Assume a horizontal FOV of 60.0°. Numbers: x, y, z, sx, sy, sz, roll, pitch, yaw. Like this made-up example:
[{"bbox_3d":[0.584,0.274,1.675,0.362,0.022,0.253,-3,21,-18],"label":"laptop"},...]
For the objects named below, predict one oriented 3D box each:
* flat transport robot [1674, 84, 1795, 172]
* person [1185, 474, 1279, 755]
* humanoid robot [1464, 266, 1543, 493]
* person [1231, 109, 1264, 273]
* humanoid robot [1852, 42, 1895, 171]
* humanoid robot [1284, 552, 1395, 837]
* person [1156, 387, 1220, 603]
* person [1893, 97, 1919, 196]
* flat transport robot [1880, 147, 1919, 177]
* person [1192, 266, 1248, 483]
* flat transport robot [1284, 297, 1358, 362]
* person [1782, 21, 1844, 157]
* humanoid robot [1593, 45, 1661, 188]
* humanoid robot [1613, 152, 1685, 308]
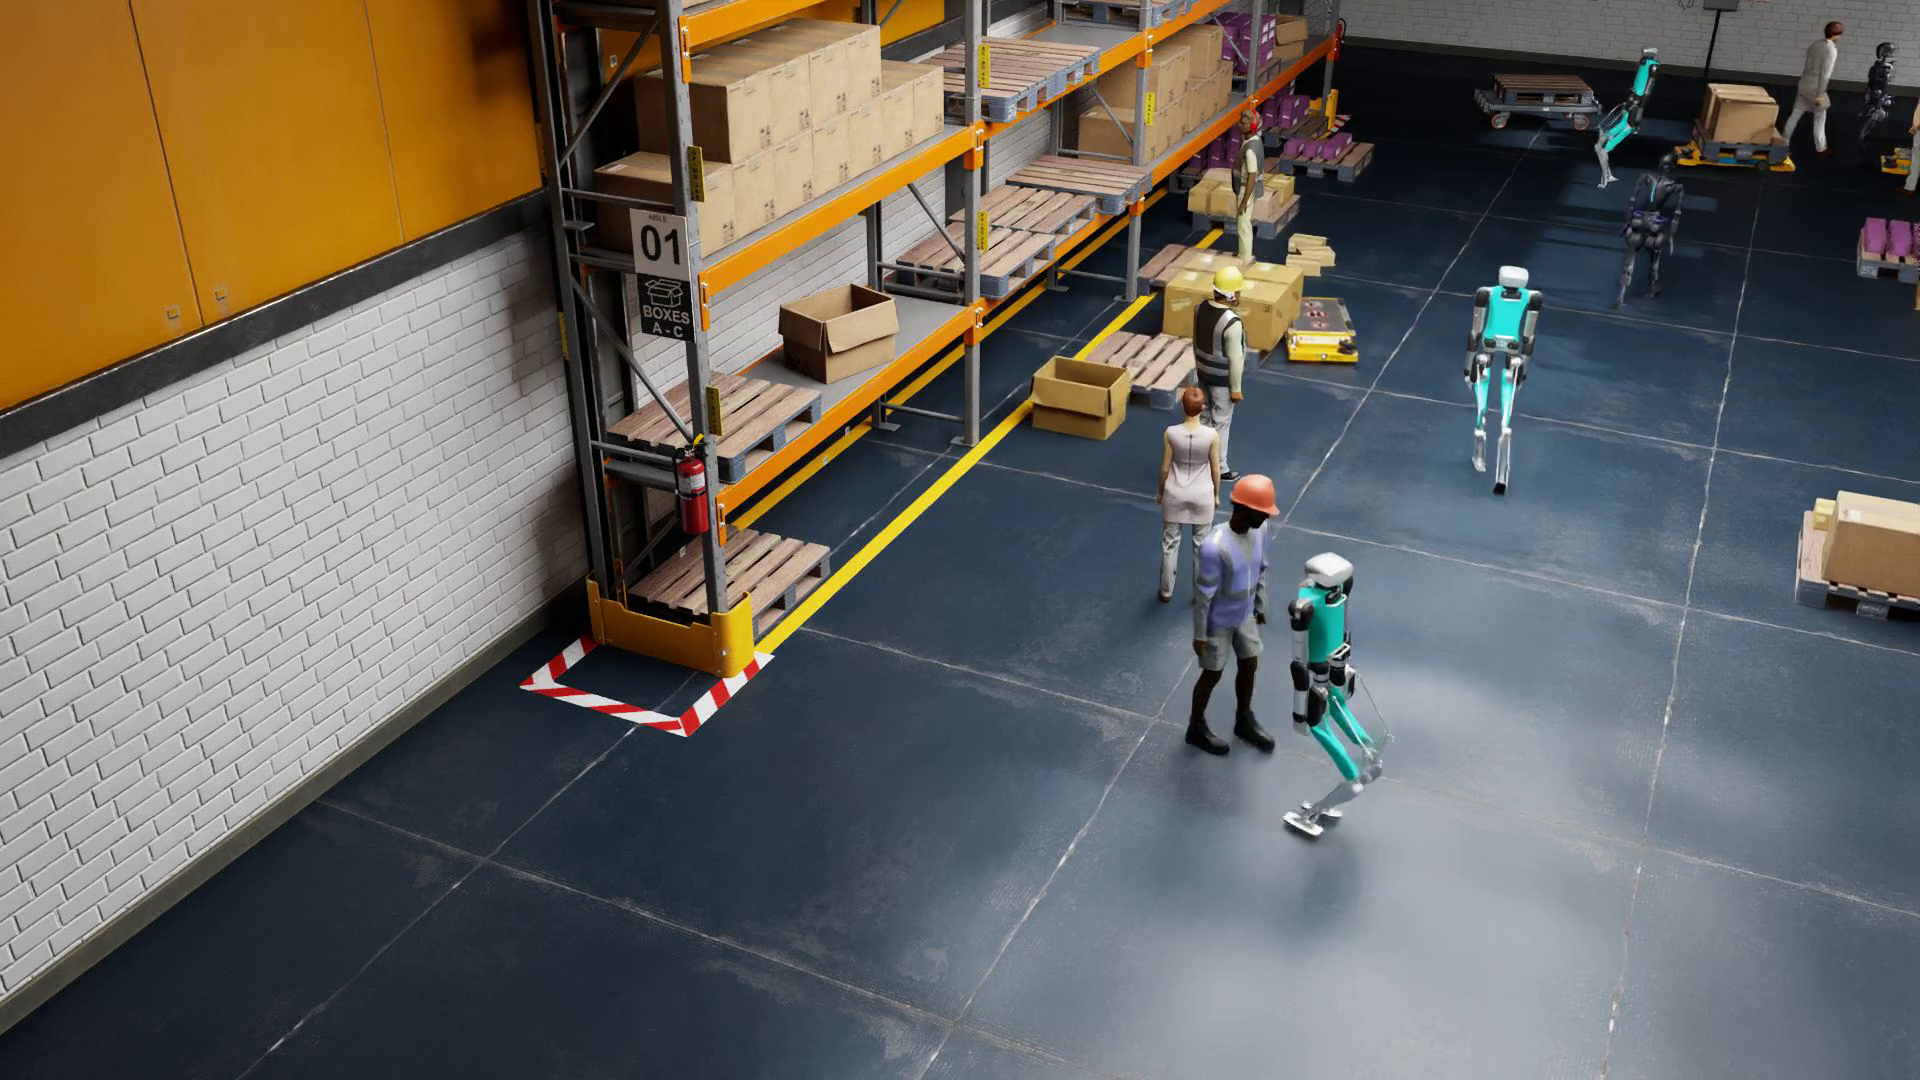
[{"bbox_3d":[10.368,-5.148,22.273,1.431,0.231,0.659,7,29,13],"label":"flat transport robot"},{"bbox_3d":[1.655,0.471,10.118,0.615,1.917,0.438,-21,35,-34],"label":"person"},{"bbox_3d":[4.412,-1.243,13.567,0.548,1.859,0.834,4,29,7],"label":"humanoid robot"},{"bbox_3d":[3.093,-3.727,17.976,0.378,1.845,0.568,4,29,7],"label":"person"},{"bbox_3d":[11.976,-5.677,21.767,0.404,1.645,0.587,3,29,6],"label":"humanoid robot"},{"bbox_3d":[2.175,0.930,9.392,0.683,1.737,0.530,23,36,36],"label":"humanoid robot"},{"bbox_3d":[1.623,-0.306,11.831,0.451,1.657,0.283,4,29,8],"label":"person"},{"bbox_3d":[12.149,-5.246,20.780,0.552,1.869,0.391,-11,30,-19],"label":"person"},{"bbox_3d":[12.897,-4.908,21.829,1.431,0.231,0.659,12,31,21],"label":"flat transport robot"},{"bbox_3d":[2.126,-1.356,13.597,0.404,1.832,0.591,-14,31,-24],"label":"person"},{"bbox_3d":[3.573,-2.137,16.691,0.659,0.231,1.431,2,28,4],"label":"flat transport robot"},{"bbox_3d":[11.523,-6.029,22.299,0.831,1.799,0.547,-7,29,-13],"label":"person"},{"bbox_3d":[8.381,-5.337,21.156,0.750,1.859,0.538,2,28,3],"label":"humanoid robot"},{"bbox_3d":[7.164,-3.236,17.303,0.609,1.625,0.786,25,37,38],"label":"humanoid robot"}]
